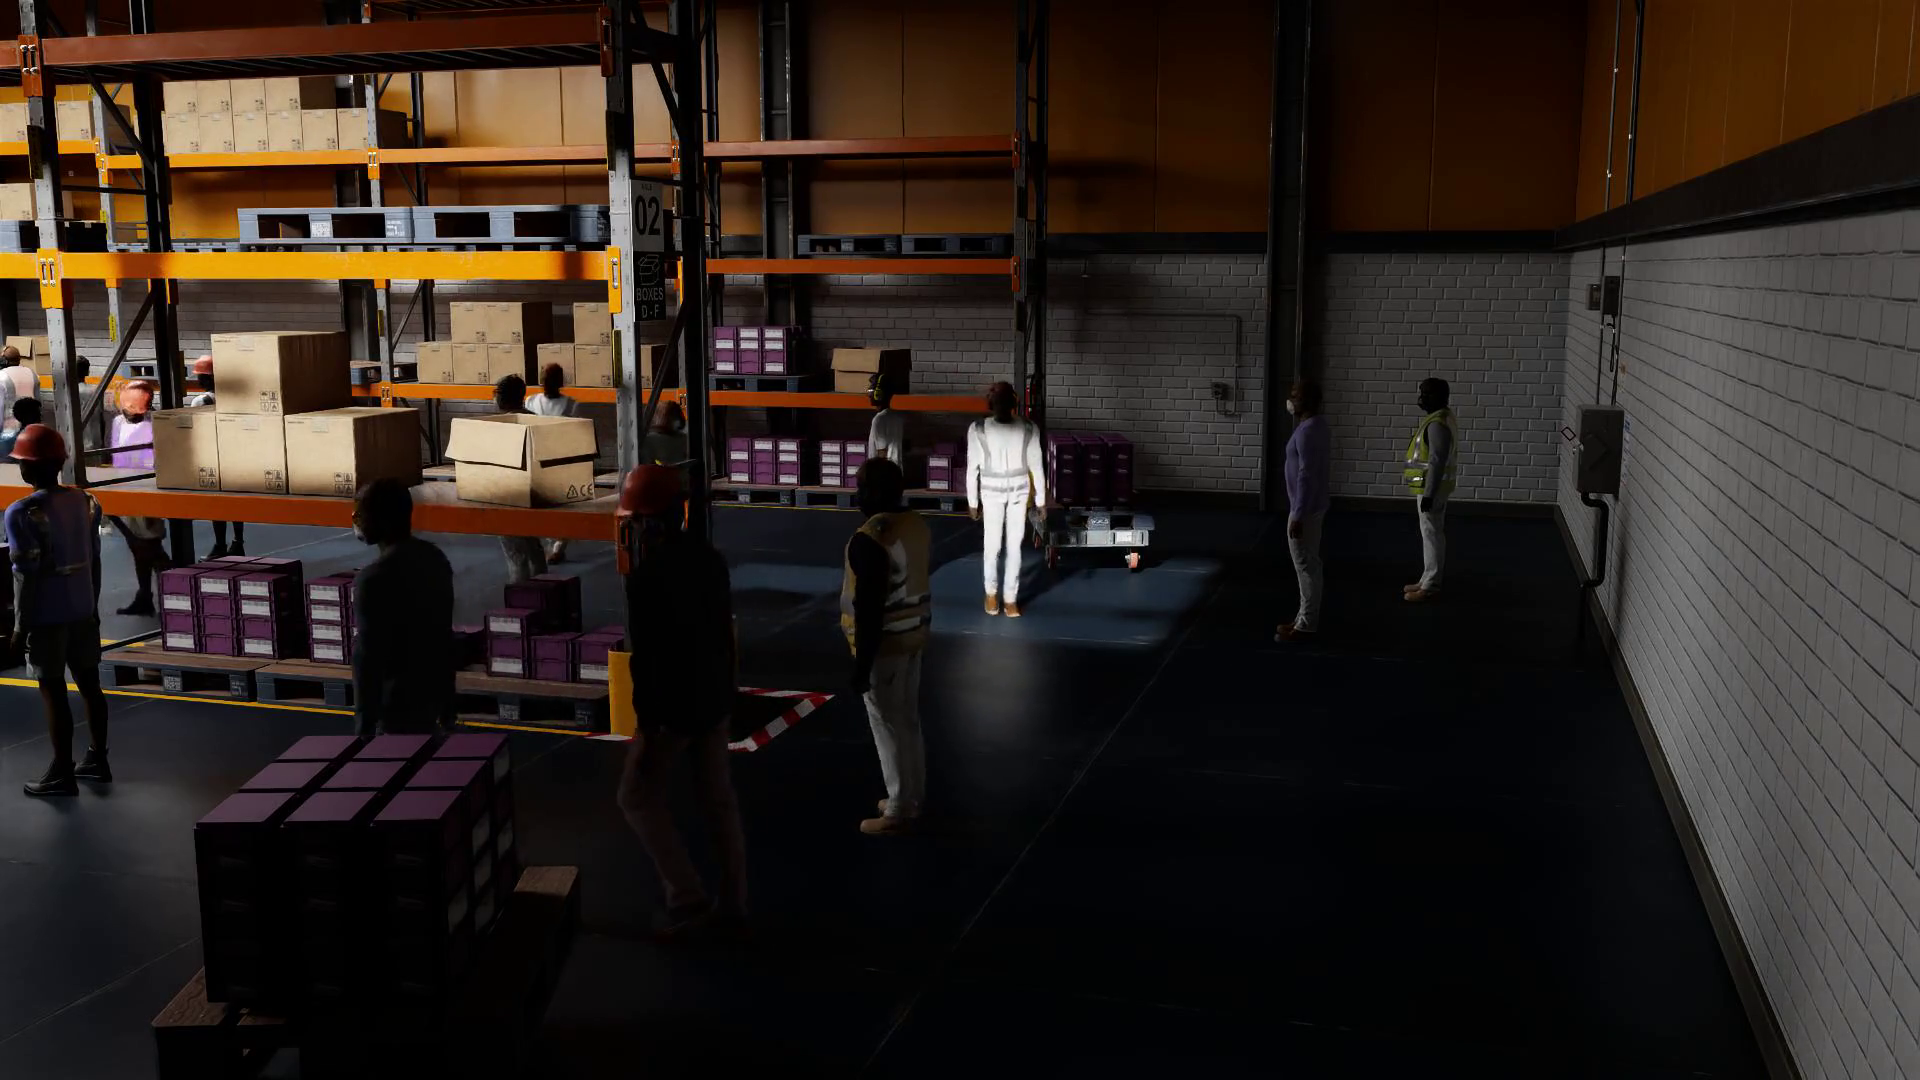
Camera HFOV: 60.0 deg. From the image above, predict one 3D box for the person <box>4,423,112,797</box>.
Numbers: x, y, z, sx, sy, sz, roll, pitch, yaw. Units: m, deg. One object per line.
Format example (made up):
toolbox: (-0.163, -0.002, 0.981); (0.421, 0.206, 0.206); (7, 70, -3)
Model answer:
person: (-4.707, 0.363, 8.651); (0.353, 1.942, 0.545); (3, 10, 16)

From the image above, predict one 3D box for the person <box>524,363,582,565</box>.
person: (-3.753, -0.695, 15.311); (0.617, 1.870, 0.407); (2, 10, 12)

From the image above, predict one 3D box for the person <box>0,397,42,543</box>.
person: (-7.844, -0.383, 14.096); (0.886, 1.643, 0.535); (3, 10, 17)

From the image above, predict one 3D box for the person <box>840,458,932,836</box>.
person: (-0.348, 0.524, 8.086); (0.471, 1.824, 0.650); (4, 10, 22)

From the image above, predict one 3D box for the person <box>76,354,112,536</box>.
person: (-8.860, -0.941, 16.818); (0.328, 1.872, 0.514); (3, 10, 16)

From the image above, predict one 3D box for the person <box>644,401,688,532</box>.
person: (-2.436, -0.364, 14.034); (0.517, 1.625, 0.348); (-7, 12, -38)

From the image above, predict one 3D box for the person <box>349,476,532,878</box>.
person: (-2.224, 0.679, 6.883); (0.929, 1.904, 0.637); (1, 9, 7)

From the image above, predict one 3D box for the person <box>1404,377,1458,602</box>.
person: (3.869, -0.415, 13.701); (0.429, 1.844, 0.626); (3, 10, 16)

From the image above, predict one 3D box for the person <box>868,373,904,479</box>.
person: (-0.644, -0.452, 13.843); (0.328, 1.872, 0.514); (3, 10, 16)

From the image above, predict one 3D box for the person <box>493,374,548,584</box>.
person: (-3.366, -0.289, 12.638); (0.369, 1.940, 0.631); (3, 10, 16)

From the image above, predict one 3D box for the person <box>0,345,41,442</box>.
person: (-10.954, -1.331, 19.276); (0.429, 1.846, 0.626); (3, 10, 16)

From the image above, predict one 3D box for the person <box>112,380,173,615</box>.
person: (-6.395, -0.308, 12.954); (0.662, 1.884, 0.376); (6, 11, 34)

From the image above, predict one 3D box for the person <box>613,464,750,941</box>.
person: (-1.106, 0.671, 6.685); (0.539, 1.963, 0.747); (5, 10, 27)

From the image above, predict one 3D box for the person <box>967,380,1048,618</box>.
person: (0.367, -0.309, 12.986); (0.600, 1.870, 0.430); (-1, 9, -8)

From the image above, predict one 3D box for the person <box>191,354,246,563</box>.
person: (-6.896, -0.747, 15.418); (0.353, 1.942, 0.545); (3, 10, 16)

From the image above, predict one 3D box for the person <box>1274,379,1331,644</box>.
person: (2.513, -0.209, 12.146); (0.372, 1.940, 0.630); (3, 10, 16)
